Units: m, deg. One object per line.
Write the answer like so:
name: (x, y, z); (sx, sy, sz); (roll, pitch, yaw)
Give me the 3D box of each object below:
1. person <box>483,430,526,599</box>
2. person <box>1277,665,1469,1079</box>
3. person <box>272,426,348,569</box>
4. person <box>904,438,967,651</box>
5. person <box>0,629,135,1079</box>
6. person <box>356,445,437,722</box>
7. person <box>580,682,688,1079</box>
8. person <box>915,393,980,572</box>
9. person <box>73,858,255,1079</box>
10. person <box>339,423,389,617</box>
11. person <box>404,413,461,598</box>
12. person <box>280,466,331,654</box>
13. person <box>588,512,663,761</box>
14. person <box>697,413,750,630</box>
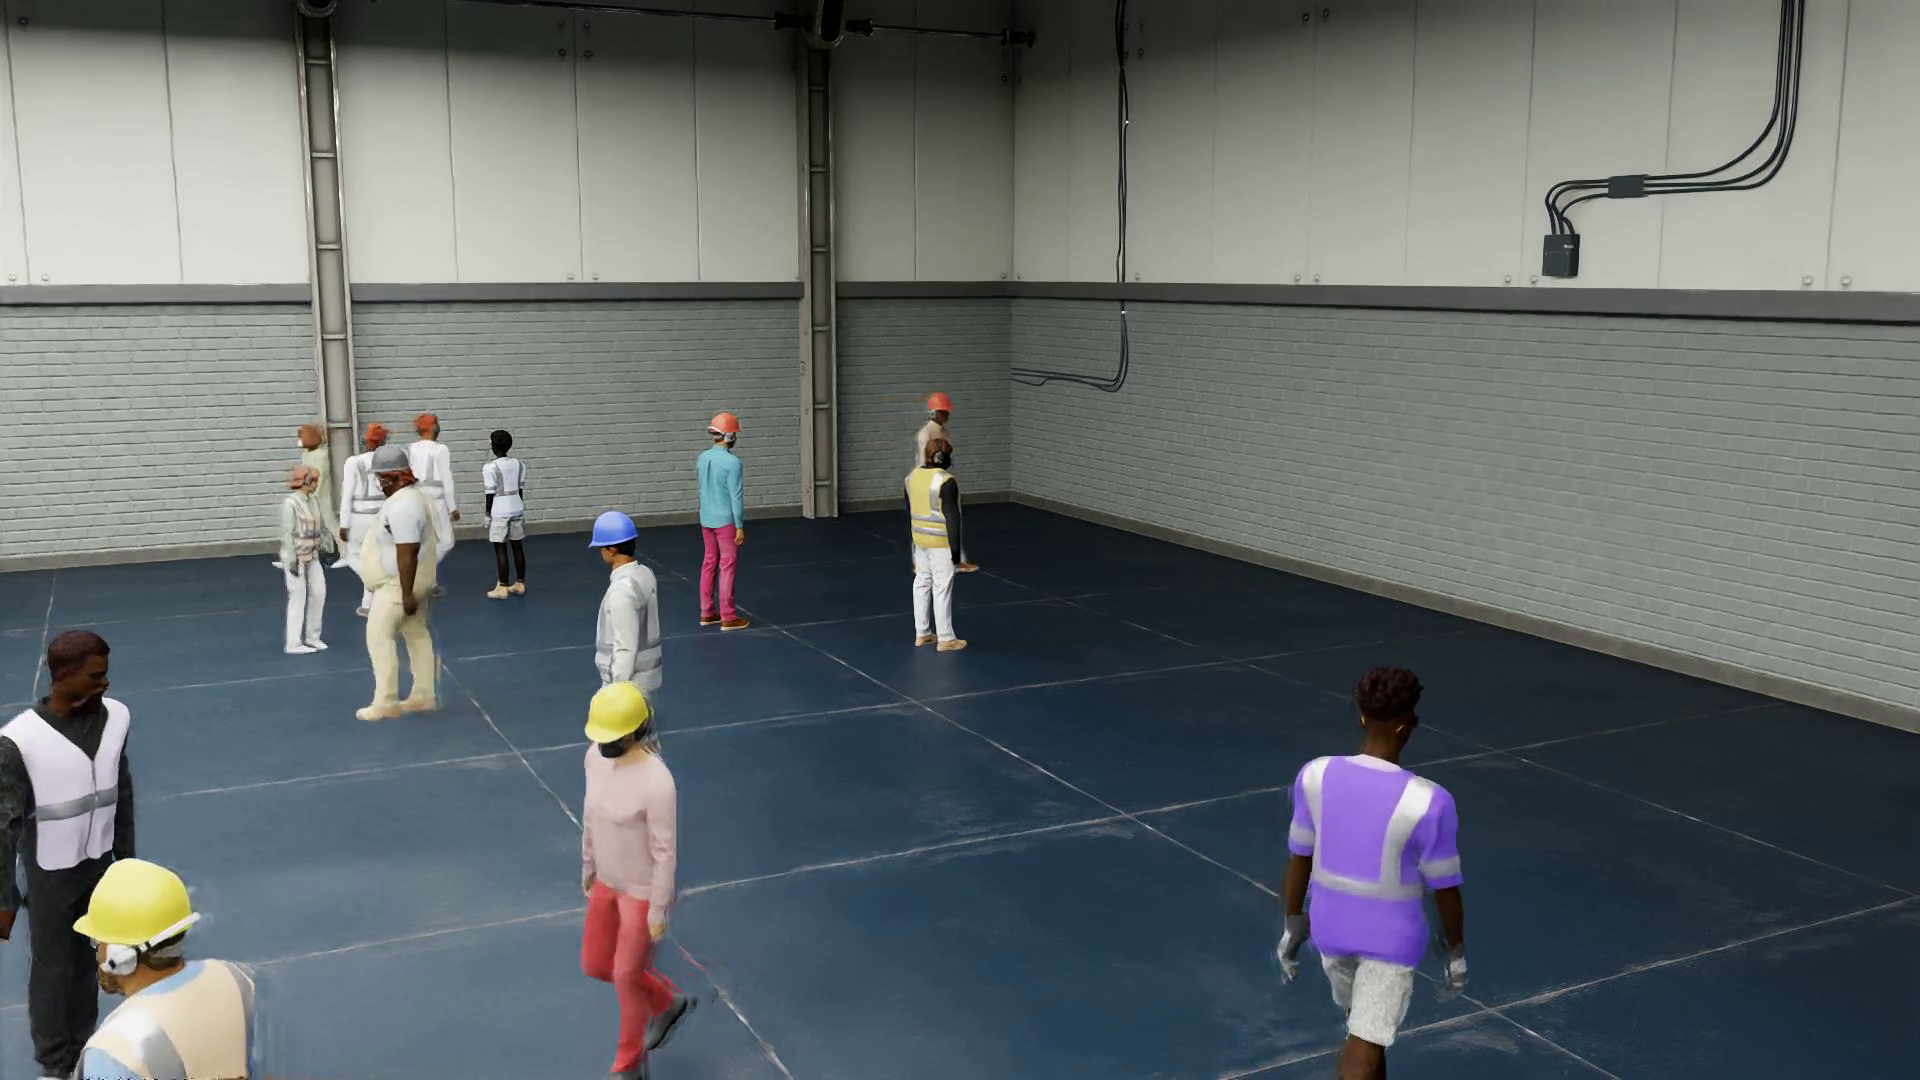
person: (-4.574, -0.261, 16.693); (0.318, 1.697, 0.535); (5, 10, 28)
person: (1.474, 1.383, 5.917); (1.025, 1.909, 0.631); (-9, 13, -44)
person: (-7.083, -0.451, 18.183); (0.514, 1.585, 0.852); (9, 13, 44)
person: (-0.198, 0.036, 14.436); (0.430, 1.839, 0.619); (-8, 12, -40)
person: (-3.515, 1.289, 6.535); (0.416, 1.904, 0.658); (3, 10, 17)
person: (-4.210, 0.294, 12.218); (0.691, 2.000, 0.696); (-1, 9, -8)
person: (-1.284, 1.364, 6.563); (0.594, 1.727, 0.525); (8, 12, 41)
person: (-0.139, -0.589, 17.869); (0.828, 1.960, 0.648); (5, 10, 27)
person: (-2.021, 1.694, 4.249); (0.412, 1.822, 0.613); (1, 9, 9)
person: (-5.536, -0.174, 15.683); (0.557, 1.857, 0.633); (7, 12, 38)
person: (-5.329, -0.326, 16.582); (0.597, 1.866, 0.514); (6, 11, 31)
person: (-5.660, 0.168, 14.334); (0.349, 1.608, 0.536); (2, 9, 9)
person: (-1.880, 0.800, 9.413); (0.402, 1.940, 0.602); (0, 9, 1)
person: (-2.168, -0.173, 15.281); (0.415, 1.985, 0.610); (-9, 13, -44)
